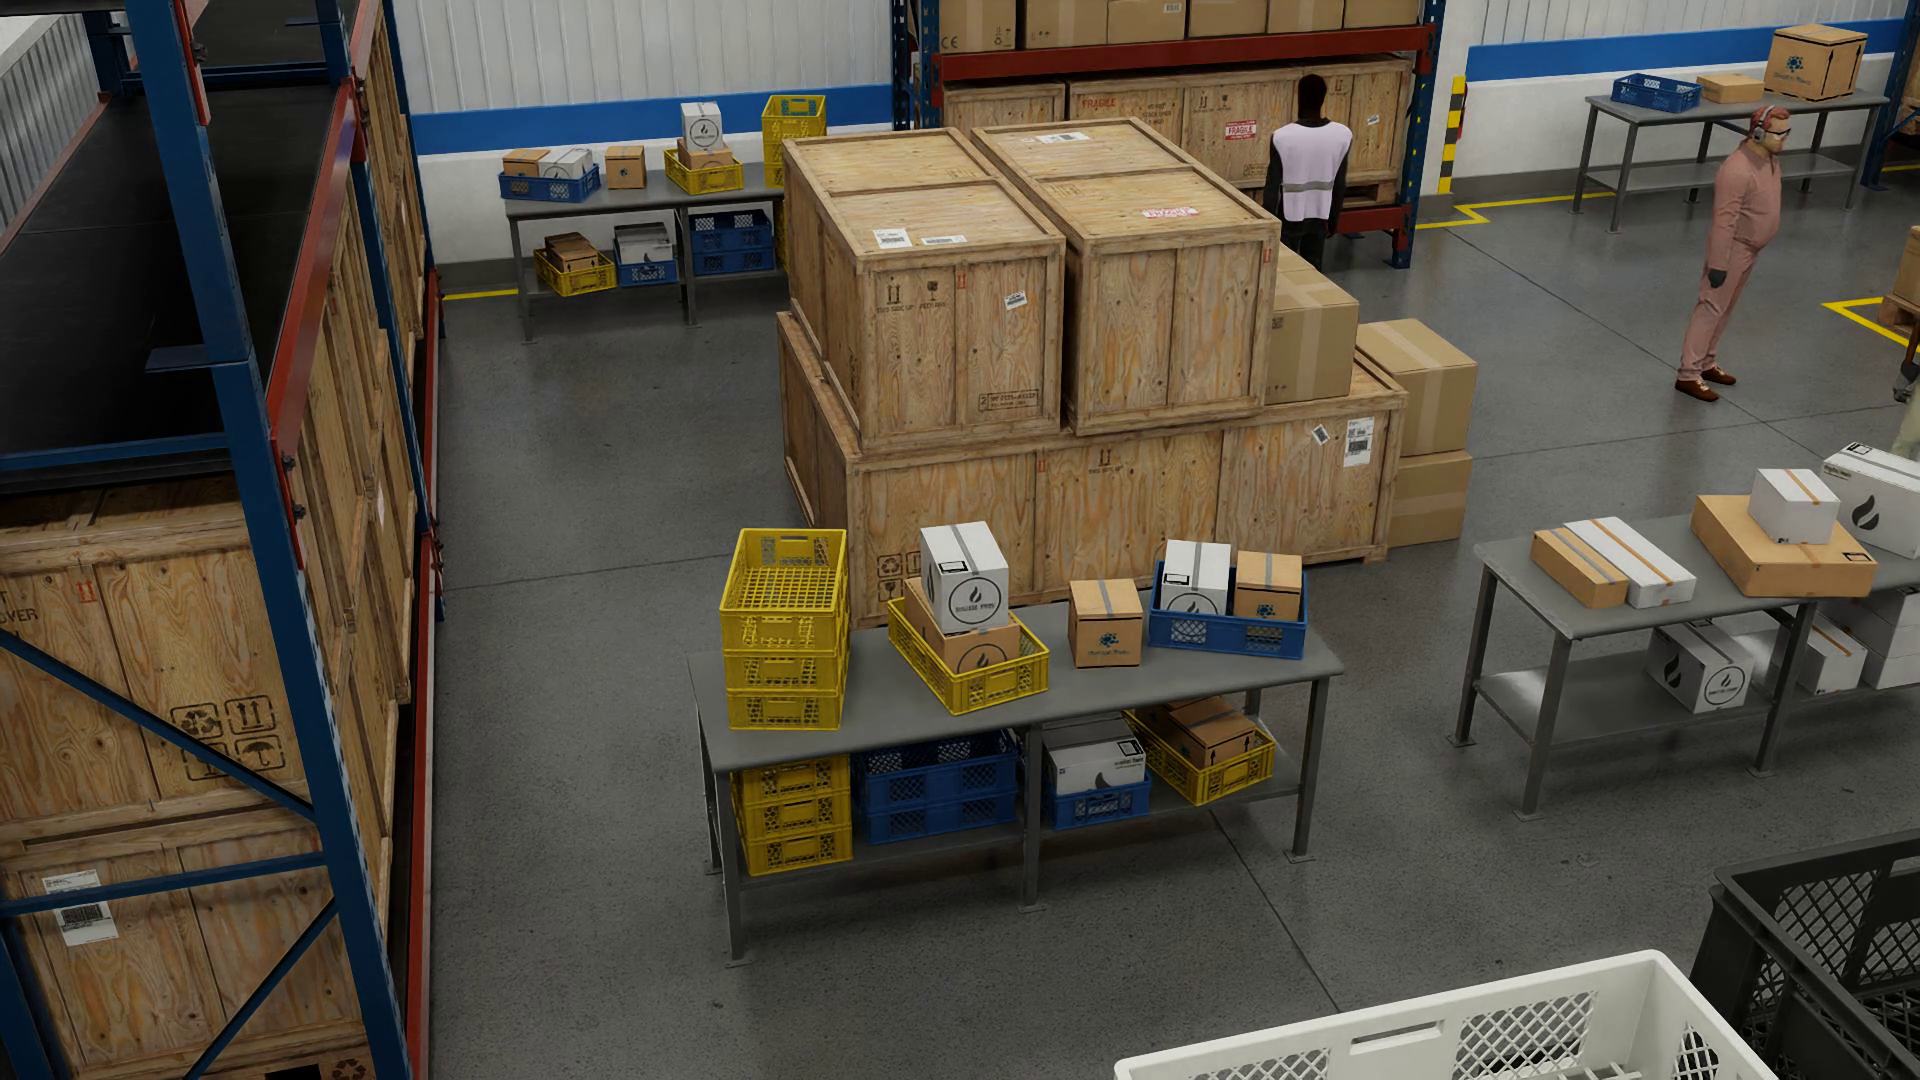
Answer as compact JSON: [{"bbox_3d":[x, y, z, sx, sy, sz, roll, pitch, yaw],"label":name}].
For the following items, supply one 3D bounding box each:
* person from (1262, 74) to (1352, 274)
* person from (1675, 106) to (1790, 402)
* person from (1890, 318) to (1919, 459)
[{"bbox_3d":[2.356,-2.233,11.461,0.593,1.909,0.389,-7,30,-12],"label":"person"},{"bbox_3d":[5.047,-1.862,10.786,0.401,1.907,0.648,23,36,35],"label":"person"},{"bbox_3d":[5.370,-0.868,9.019,0.514,1.872,0.328,16,32,26],"label":"person"}]
